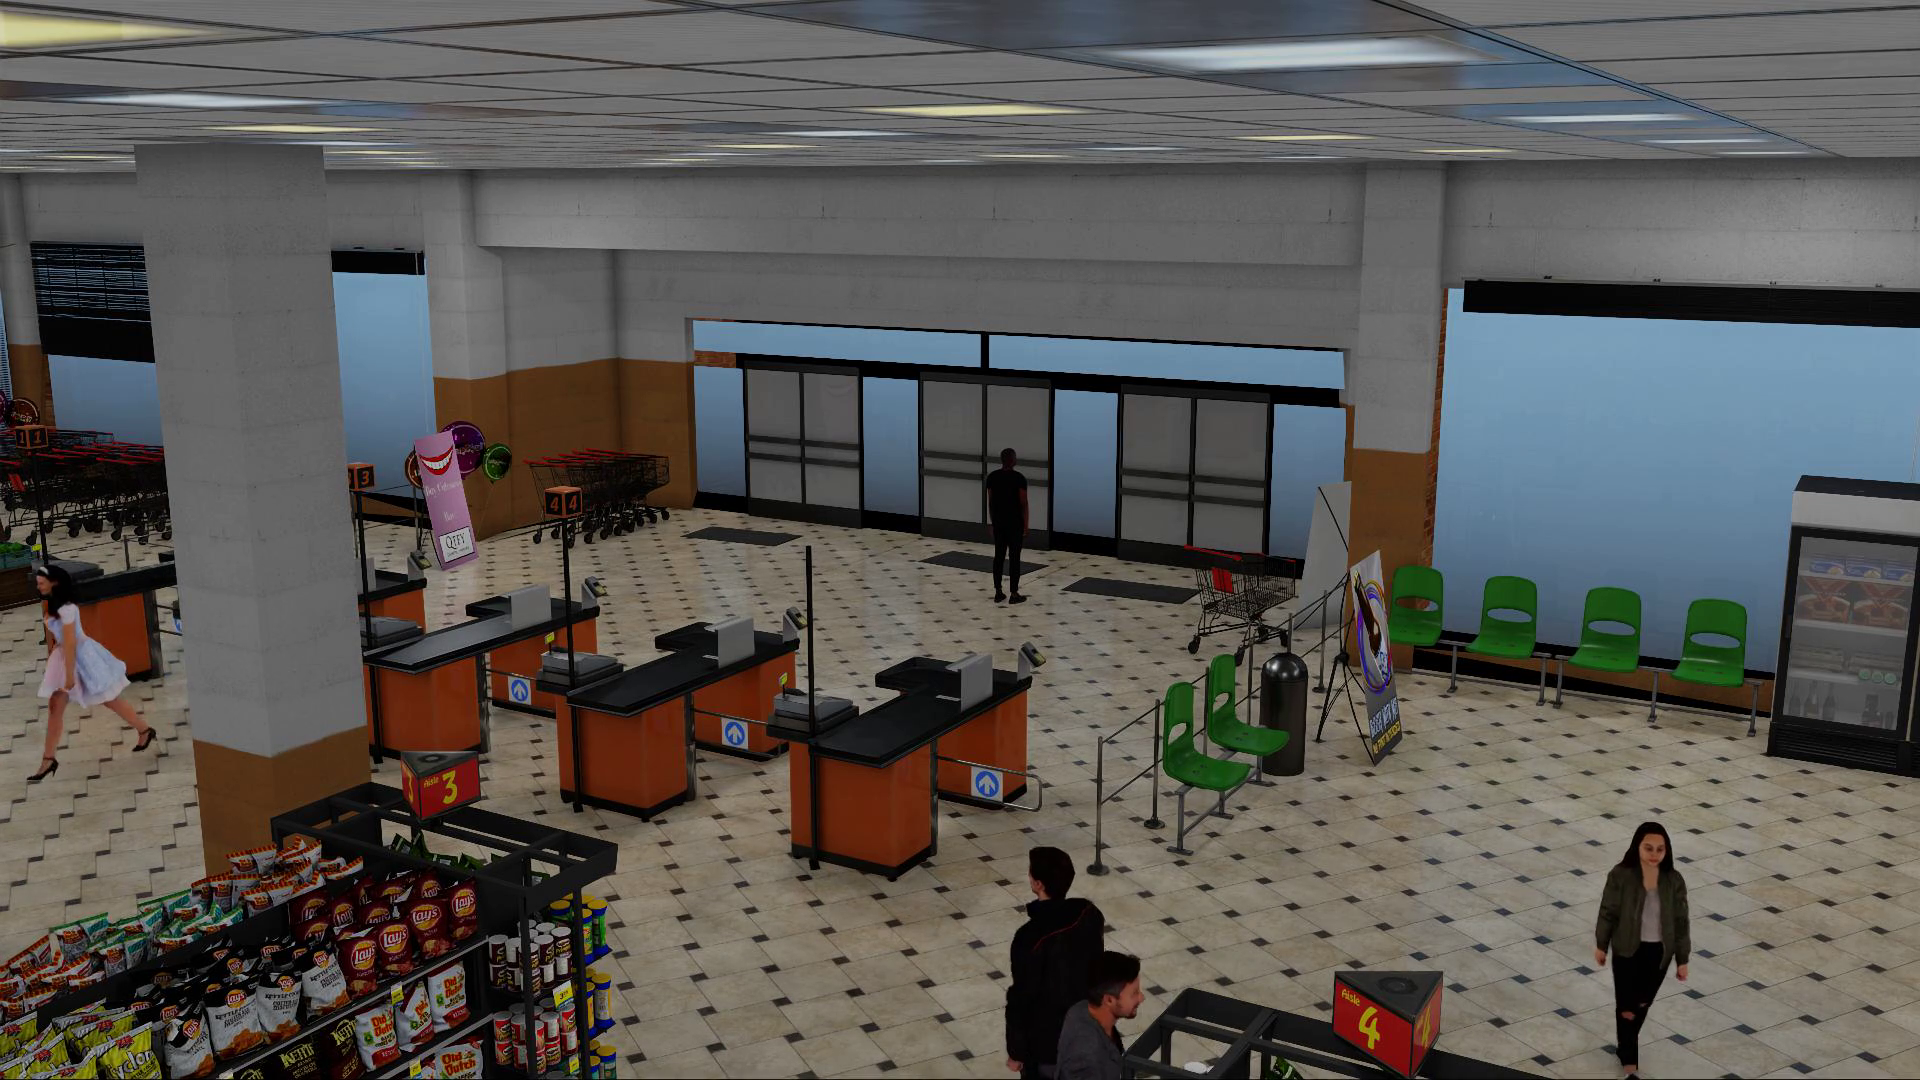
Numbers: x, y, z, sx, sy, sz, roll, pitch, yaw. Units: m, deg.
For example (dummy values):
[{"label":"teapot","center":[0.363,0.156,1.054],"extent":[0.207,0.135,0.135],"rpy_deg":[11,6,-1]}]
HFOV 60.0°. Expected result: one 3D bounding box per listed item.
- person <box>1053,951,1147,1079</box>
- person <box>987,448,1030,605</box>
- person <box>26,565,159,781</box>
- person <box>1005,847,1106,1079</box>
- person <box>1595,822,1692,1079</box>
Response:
[{"label":"person","center":[0.398,2.499,6.615],"extent":[0.946,1.841,0.948],"rpy_deg":[1,12,6]},{"label":"person","center":[0.556,-0.172,19.350],"extent":[0.665,1.820,0.543],"rpy_deg":[6,13,27]},{"label":"person","center":[-7.124,1.072,13.639],"extent":[1.322,1.740,0.845],"rpy_deg":[-11,16,-41]},{"label":"person","center":[0.505,2.294,7.617],"extent":[0.743,1.829,0.869],"rpy_deg":[-11,16,-43]},{"label":"person","center":[3.656,2.203,8.971],"extent":[0.820,1.449,1.009],"rpy_deg":[2,12,8]}]
